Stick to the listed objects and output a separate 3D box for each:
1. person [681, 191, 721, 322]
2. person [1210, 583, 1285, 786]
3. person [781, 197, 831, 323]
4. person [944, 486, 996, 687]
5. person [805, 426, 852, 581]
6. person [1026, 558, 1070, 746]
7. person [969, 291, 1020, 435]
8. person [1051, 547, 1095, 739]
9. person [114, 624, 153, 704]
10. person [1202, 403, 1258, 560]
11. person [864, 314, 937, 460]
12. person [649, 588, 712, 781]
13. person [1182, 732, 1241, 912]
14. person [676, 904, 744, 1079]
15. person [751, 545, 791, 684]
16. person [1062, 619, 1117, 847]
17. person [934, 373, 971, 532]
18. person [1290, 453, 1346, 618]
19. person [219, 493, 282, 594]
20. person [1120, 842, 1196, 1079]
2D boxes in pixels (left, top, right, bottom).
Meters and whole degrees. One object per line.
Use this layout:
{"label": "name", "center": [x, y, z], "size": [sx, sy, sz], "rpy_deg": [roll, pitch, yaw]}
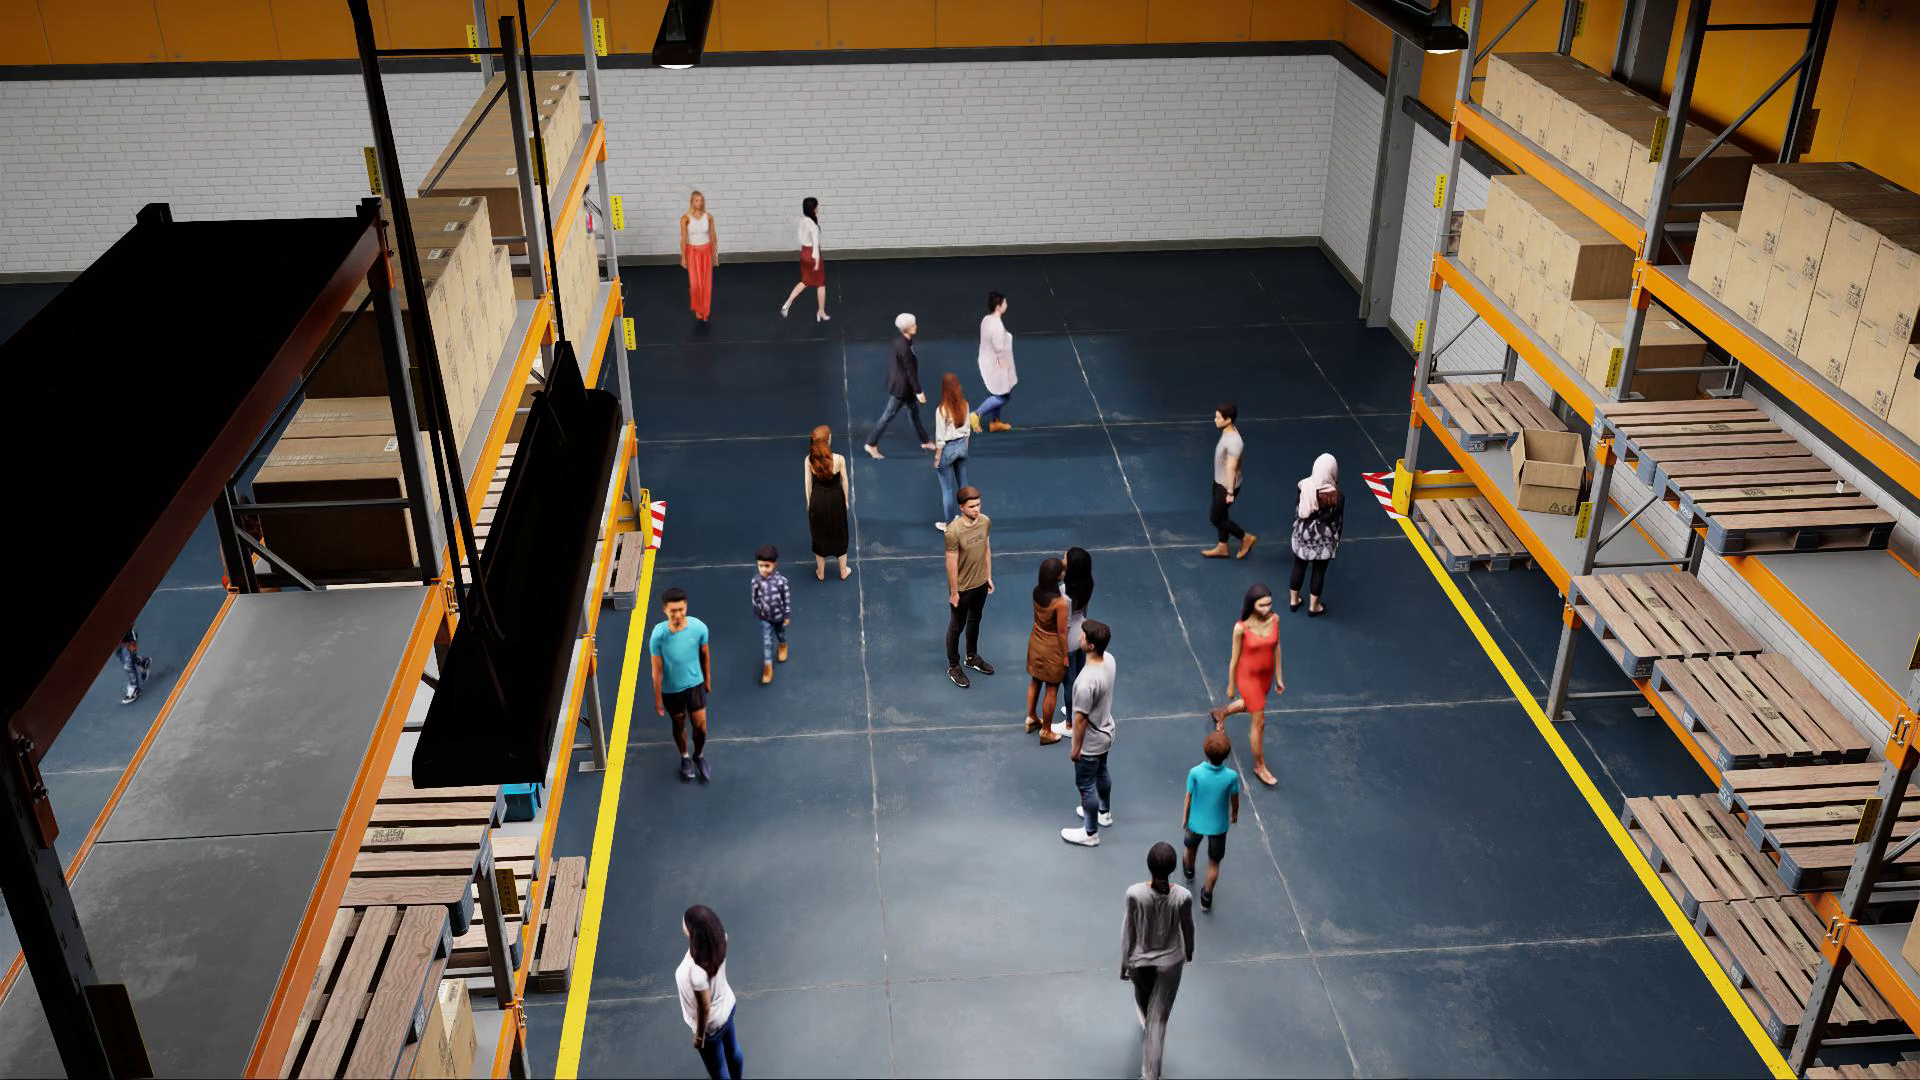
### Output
{"label": "person", "center": [-3.508, -3.800, 22.205], "size": [0.784, 1.787, 0.852], "rpy_deg": [-12, 31, -21]}
{"label": "person", "center": [2.312, 1.080, 13.370], "size": [0.924, 1.681, 1.199], "rpy_deg": [-16, 32, -26]}
{"label": "person", "center": [-2.039, -3.673, 22.032], "size": [0.980, 1.730, 0.999], "rpy_deg": [-20, 35, -33]}
{"label": "person", "center": [0.069, 0.367, 14.498], "size": [0.748, 1.852, 0.784], "rpy_deg": [-25, 37, -37]}
{"label": "person", "center": [-1.285, -0.351, 16.052], "size": [0.586, 1.626, 0.582], "rpy_deg": [0, 29, 0]}
{"label": "person", "center": [0.728, 0.902, 13.694], "size": [0.696, 1.683, 0.588], "rpy_deg": [-17, 33, -28]}
{"label": "person", "center": [0.334, -1.983, 18.936], "size": [0.820, 1.728, 0.803], "rpy_deg": [-6, 29, -11]}
{"label": "person", "center": [0.945, 0.832, 13.768], "size": [0.749, 1.736, 0.657], "rpy_deg": [16, 33, 27]}
{"label": "person", "center": [-7.217, 0.800, 14.371], "size": [0.653, 1.215, 0.767], "rpy_deg": [10, 30, 18]}
{"label": "person", "center": [2.703, -0.555, 16.349], "size": [0.714, 1.698, 0.698], "rpy_deg": [0, 29, 0]}
{"label": "person", "center": [-0.785, -1.674, 18.466], "size": [0.738, 1.749, 1.166], "rpy_deg": [-1, 29, -1]}
{"label": "person", "center": [-2.235, 1.113, 13.229], "size": [0.677, 1.758, 0.667], "rpy_deg": [-7, 29, -13]}
{"label": "person", "center": [1.779, 2.032, 11.882], "size": [0.651, 1.435, 0.828], "rpy_deg": [3, 29, 6]}
{"label": "person", "center": [-1.490, 2.885, 10.057], "size": [0.719, 1.684, 0.566], "rpy_deg": [6, 29, 10]}
{"label": "person", "center": [-1.646, 0.602, 14.717], "size": [0.538, 1.231, 0.848], "rpy_deg": [0, 29, 0]}
{"label": "person", "center": [1.005, 1.435, 12.505], "size": [0.805, 1.886, 0.670], "rpy_deg": [11, 30, 19]}
{"label": "person", "center": [-0.073, -0.894, 16.940], "size": [0.651, 1.728, 0.657], "rpy_deg": [-19, 34, -31]}
{"label": "person", "center": [3.303, -0.046, 15.487], "size": [0.738, 1.631, 0.780], "rpy_deg": [16, 32, 27]}
{"label": "person", "center": [-6.204, 0.362, 14.646], "size": [0.768, 1.720, 0.724], "rpy_deg": [-13, 31, -22]}
{"label": "person", "center": [1.211, 2.703, 10.349], "size": [0.811, 1.724, 1.183], "rpy_deg": [5, 29, 9]}
